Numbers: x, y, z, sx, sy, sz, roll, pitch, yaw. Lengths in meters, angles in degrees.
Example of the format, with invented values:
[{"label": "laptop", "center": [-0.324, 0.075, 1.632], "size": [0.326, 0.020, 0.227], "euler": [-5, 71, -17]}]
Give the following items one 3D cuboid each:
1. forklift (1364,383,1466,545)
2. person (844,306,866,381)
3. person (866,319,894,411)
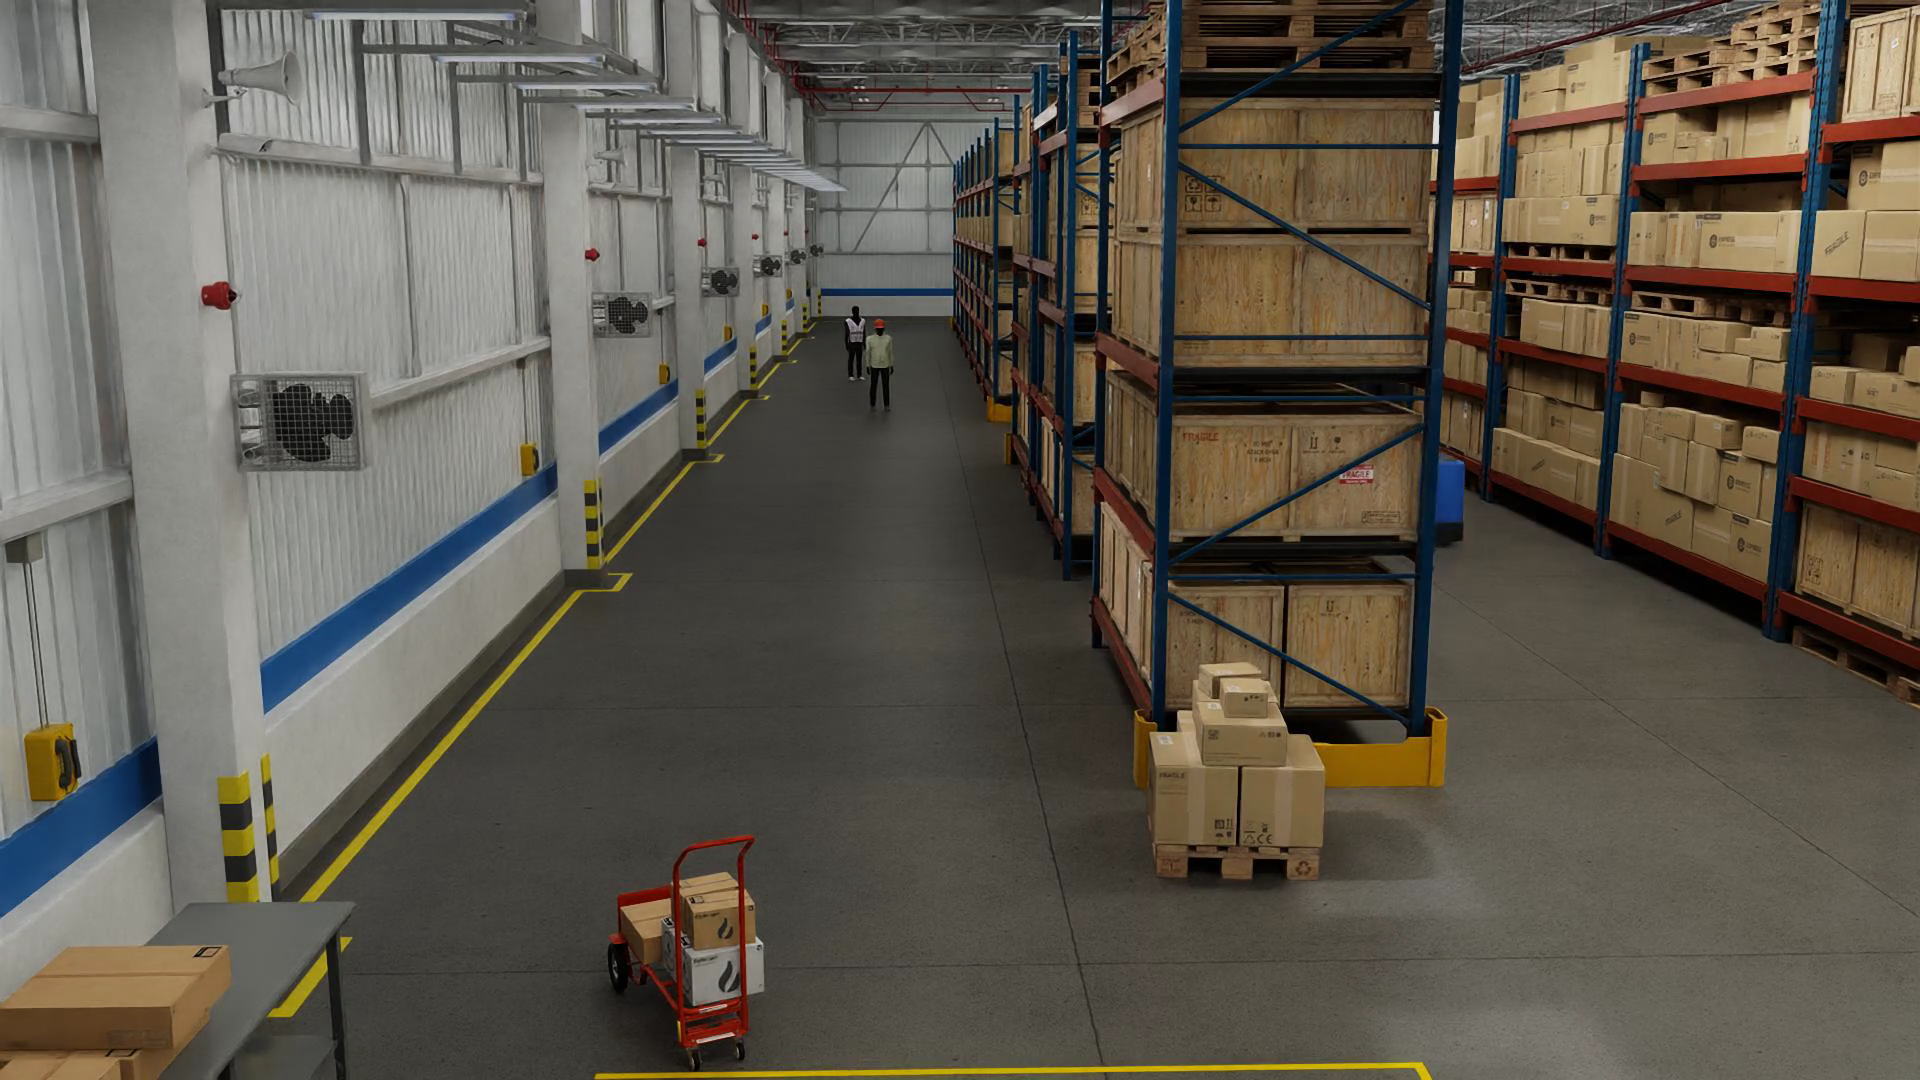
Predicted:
[{"label": "forklift", "center": [5.394, -1.396, 21.111], "size": [1.873, 2.768, 1.129], "euler": [0, 11, -1]}, {"label": "person", "center": [-2.687, -5.033, 42.576], "size": [0.589, 1.911, 0.387], "euler": [-7, 13, -34]}, {"label": "person", "center": [-1.715, -3.745, 35.676], "size": [0.621, 1.986, 0.409], "euler": [-2, 11, -11]}]
